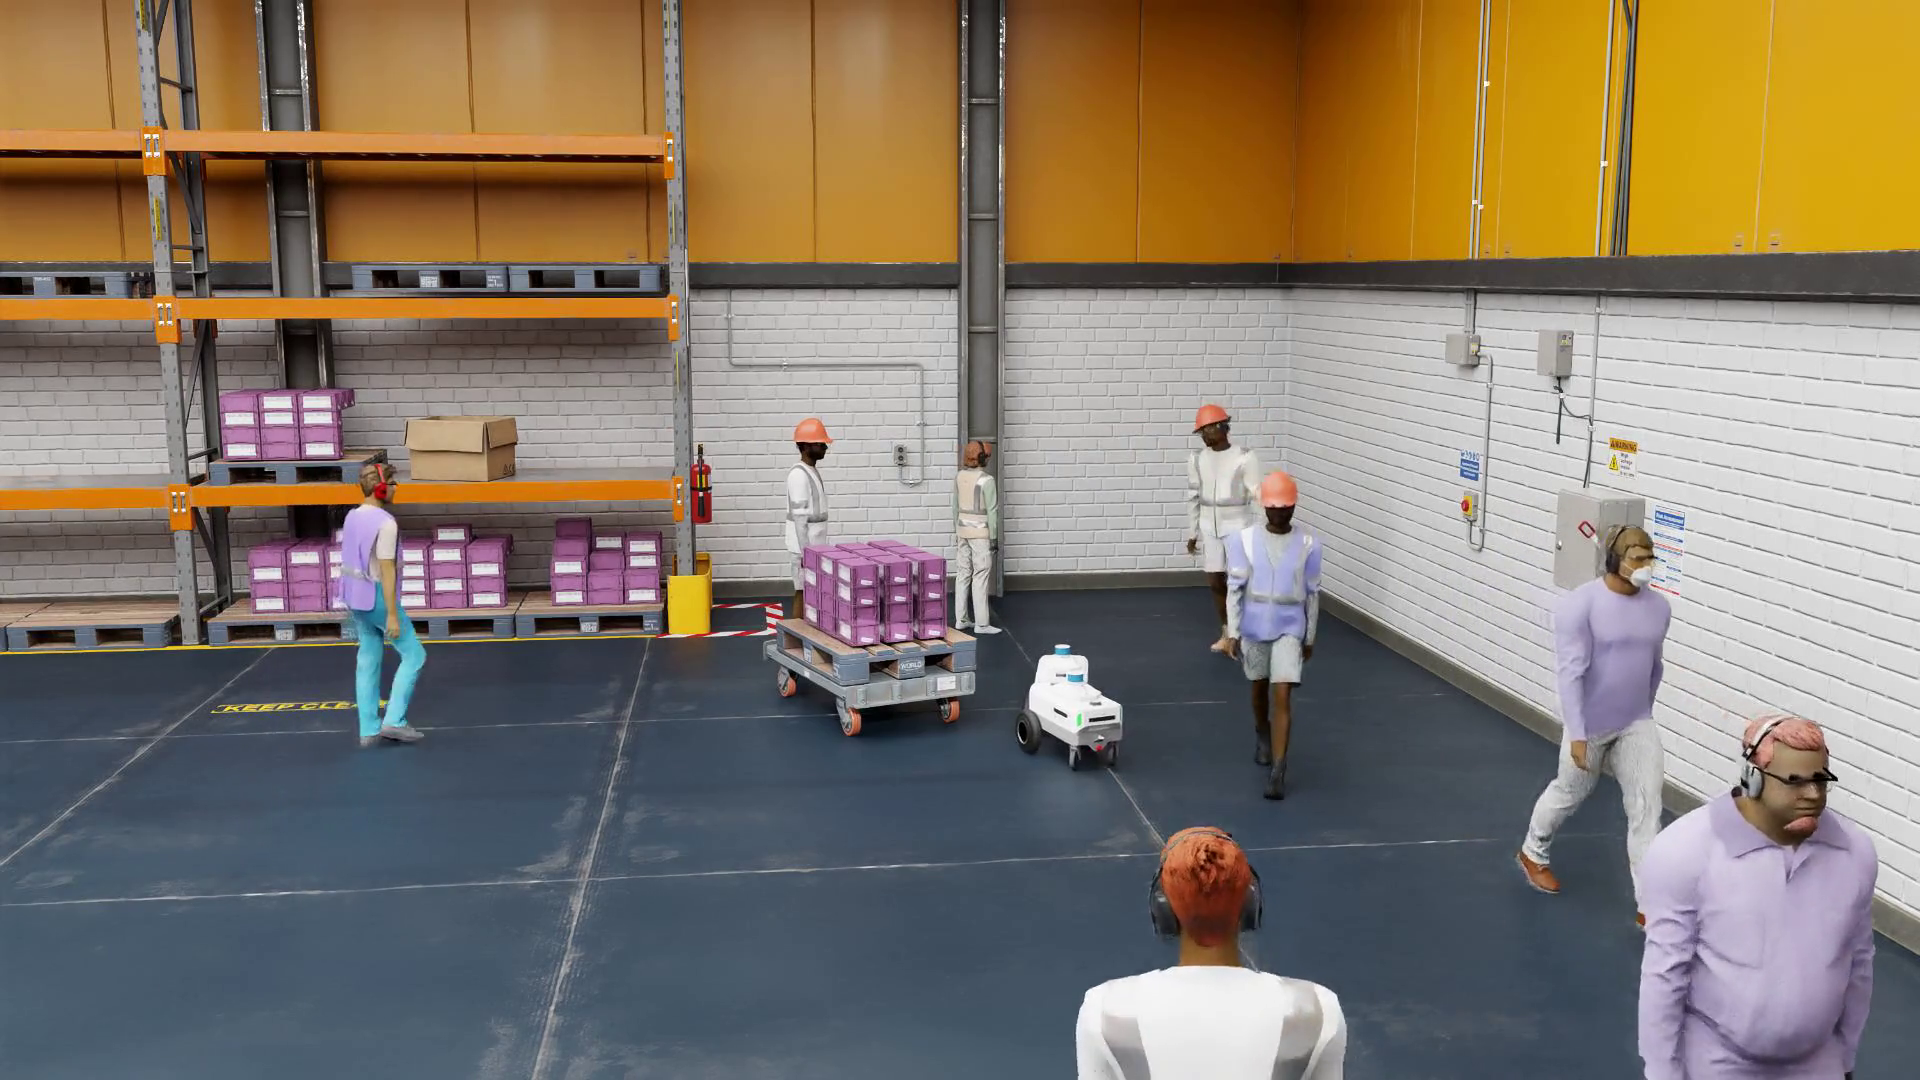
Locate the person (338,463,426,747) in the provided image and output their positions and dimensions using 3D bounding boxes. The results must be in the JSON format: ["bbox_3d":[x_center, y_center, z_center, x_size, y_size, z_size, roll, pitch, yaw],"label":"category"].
[{"bbox_3d":[-3.675,0.418,10.658,0.605,1.826,0.547,9,13,43],"label":"person"}]

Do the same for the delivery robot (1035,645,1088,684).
[{"bbox_3d":[0.681,0.941,11.081,0.477,0.478,0.707,1,9,5],"label":"delivery robot"}]

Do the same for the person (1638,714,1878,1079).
[{"bbox_3d":[2.131,1.379,4.486,0.656,1.895,0.463,0,9,-1],"label":"person"}]

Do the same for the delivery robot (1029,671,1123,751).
[{"bbox_3d":[0.717,1.058,10.348,0.477,0.478,0.707,-4,10,-24],"label":"delivery robot"}]

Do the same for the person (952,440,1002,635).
[{"bbox_3d":[0.134,-0.022,14.010,0.311,1.638,0.523,-7,12,-39],"label":"person"}]

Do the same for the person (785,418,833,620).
[{"bbox_3d":[-1.143,0.036,12.711,0.369,1.939,0.542,1,9,4],"label":"person"}]

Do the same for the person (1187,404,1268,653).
[{"bbox_3d":[2.137,-0.076,13.272,0.726,1.994,0.426,7,11,35],"label":"person"}]

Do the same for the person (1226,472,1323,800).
[{"bbox_3d":[1.870,0.517,9.913,0.542,1.888,1.037,2,9,15],"label":"person"}]

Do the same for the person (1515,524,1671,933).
[{"bbox_3d":[3.025,0.849,7.818,0.635,1.896,1.022,-2,9,-14],"label":"person"}]

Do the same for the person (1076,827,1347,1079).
[{"bbox_3d":[0.520,1.540,3.538,0.588,1.868,0.558,1,9,9],"label":"person"}]
